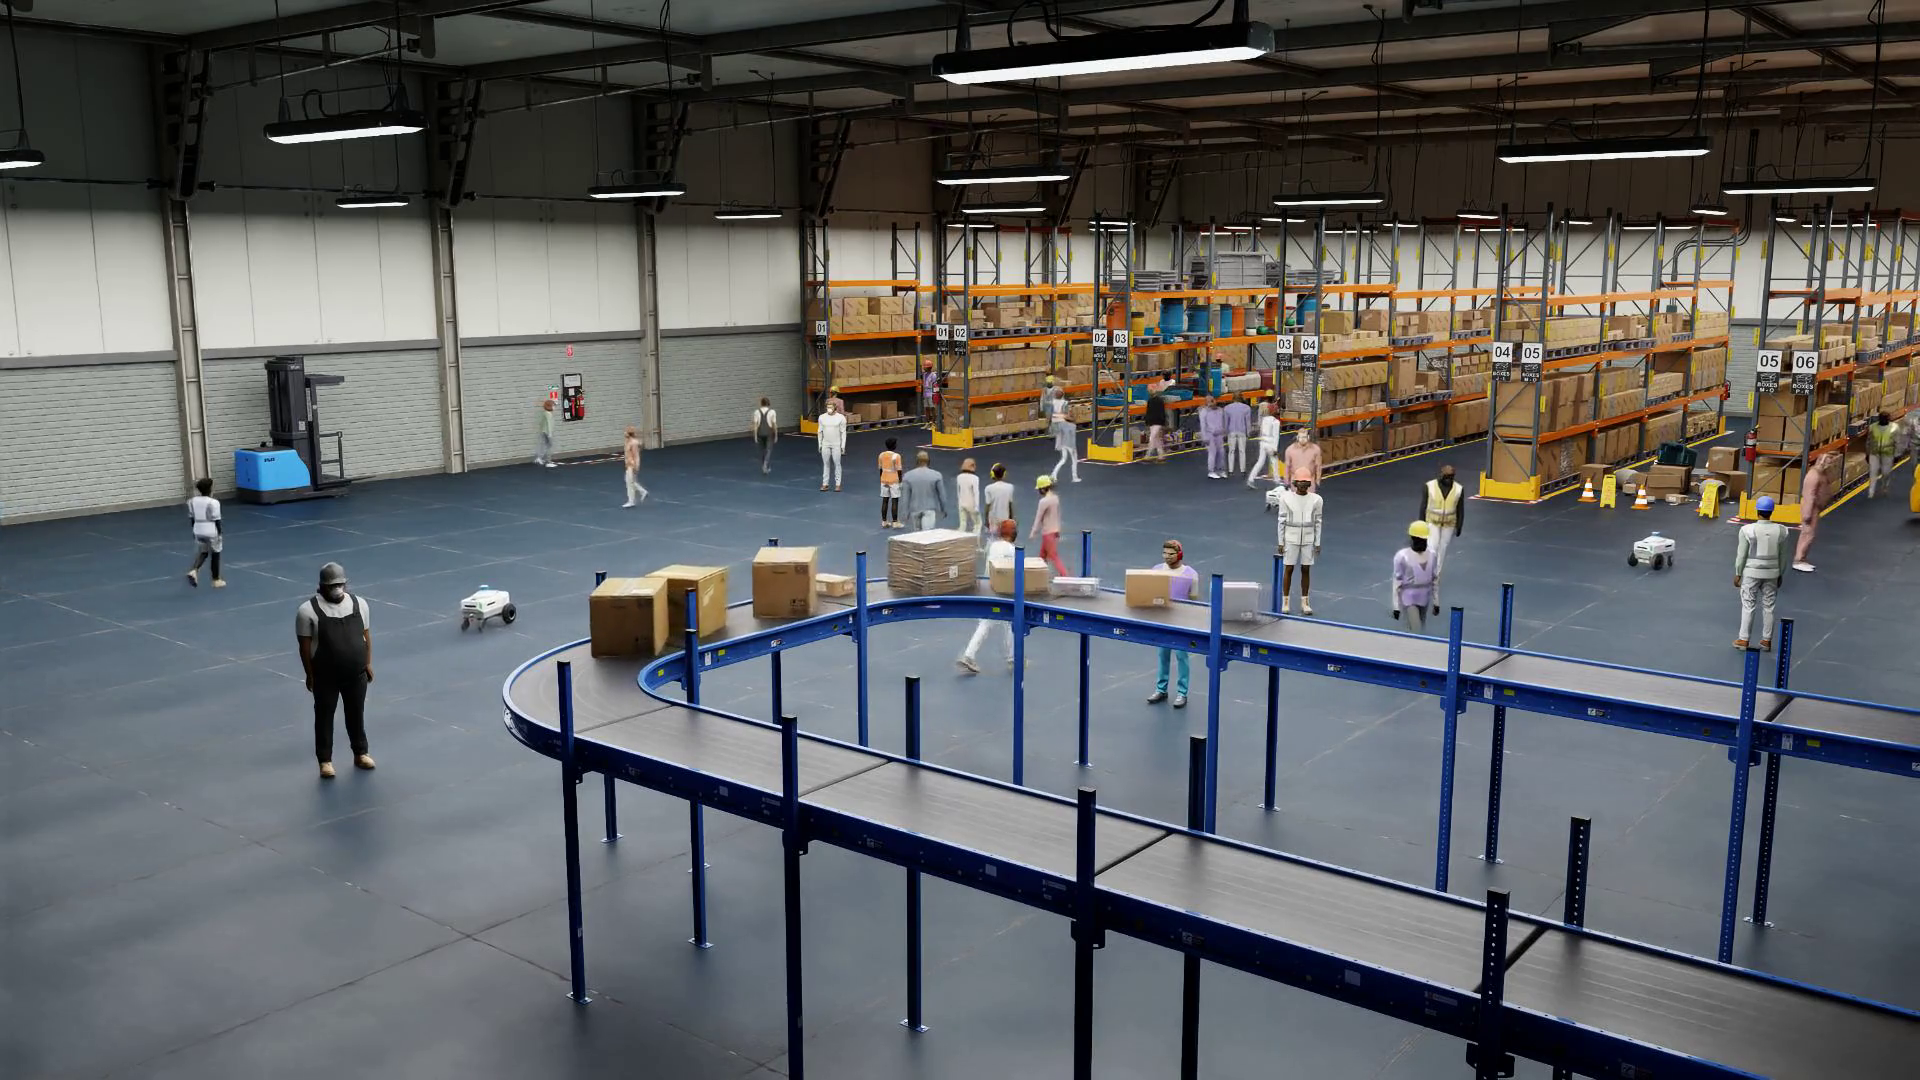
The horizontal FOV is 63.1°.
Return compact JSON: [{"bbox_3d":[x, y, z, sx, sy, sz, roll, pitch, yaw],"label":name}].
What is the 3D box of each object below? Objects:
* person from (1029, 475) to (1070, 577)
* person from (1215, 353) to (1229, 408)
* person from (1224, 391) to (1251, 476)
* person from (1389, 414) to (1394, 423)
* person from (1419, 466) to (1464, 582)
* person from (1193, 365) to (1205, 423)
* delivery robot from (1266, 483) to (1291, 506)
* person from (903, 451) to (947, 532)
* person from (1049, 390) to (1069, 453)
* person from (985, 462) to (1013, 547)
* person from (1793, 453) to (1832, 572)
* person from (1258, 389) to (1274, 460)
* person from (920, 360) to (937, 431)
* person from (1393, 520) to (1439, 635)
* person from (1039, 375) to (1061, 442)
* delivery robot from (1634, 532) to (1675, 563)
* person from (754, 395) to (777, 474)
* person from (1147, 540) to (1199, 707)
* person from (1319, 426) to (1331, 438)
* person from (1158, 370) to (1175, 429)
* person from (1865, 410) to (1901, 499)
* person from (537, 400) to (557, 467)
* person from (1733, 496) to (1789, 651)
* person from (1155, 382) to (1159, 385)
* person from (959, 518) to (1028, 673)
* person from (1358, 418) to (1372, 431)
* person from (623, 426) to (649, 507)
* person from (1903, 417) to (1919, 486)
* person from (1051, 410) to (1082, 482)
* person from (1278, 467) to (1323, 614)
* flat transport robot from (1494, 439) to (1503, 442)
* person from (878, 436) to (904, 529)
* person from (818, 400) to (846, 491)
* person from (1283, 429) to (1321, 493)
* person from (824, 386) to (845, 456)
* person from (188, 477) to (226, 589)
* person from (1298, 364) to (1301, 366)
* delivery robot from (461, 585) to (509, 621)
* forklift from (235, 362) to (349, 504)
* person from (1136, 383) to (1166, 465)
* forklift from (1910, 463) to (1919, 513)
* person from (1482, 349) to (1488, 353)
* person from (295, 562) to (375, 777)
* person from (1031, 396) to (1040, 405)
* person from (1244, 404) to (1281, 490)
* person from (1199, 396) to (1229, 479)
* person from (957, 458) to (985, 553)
[{"bbox_3d":[1.362,-0.107,23.230,0.847,1.715,0.523,5,11,25],"label":"person"},{"bbox_3d":[8.171,-4.943,49.733,0.666,1.966,0.795,6,12,32],"label":"person"},{"bbox_3d":[6.310,-2.426,35.664,0.627,1.941,0.374,2,10,10],"label":"person"},{"bbox_3d":[12.617,-4.230,45.738,0.614,1.963,0.362,-6,12,-29],"label":"person"},{"bbox_3d":[7.273,-0.210,23.576,0.638,1.801,0.878,1,10,6],"label":"person"},{"bbox_3d":[7.307,-4.439,47.327,0.610,1.814,0.494,7,12,34],"label":"person"},{"bbox_3d":[6.325,-0.880,30.709,0.477,0.478,0.707,9,14,42],"label":"delivery robot"},{"bbox_3d":[-0.553,-0.463,24.779,0.653,1.881,1.037,3,10,16],"label":"person"},{"bbox_3d":[2.539,-3.058,40.167,0.528,1.603,0.829,4,11,19],"label":"person"},{"bbox_3d":[0.610,-0.247,23.644,0.516,1.855,0.602,-6,12,-29],"label":"person"},{"bbox_3d":[13.469,-0.446,24.683,0.399,1.887,0.666,6,11,29],"label":"person"},{"bbox_3d":[7.690,-2.902,38.938,0.533,1.737,0.840,2,10,13],"label":"person"},{"bbox_3d":[-0.908,-4.171,45.217,0.392,2.034,0.605,-7,12,-35],"label":"person"},{"bbox_3d":[5.279,0.684,18.273,0.599,1.899,0.810,-5,11,-26],"label":"person"},{"bbox_3d":[2.387,-3.536,42.266,0.625,1.806,0.763,7,12,34],"label":"person"},{"bbox_3d":[11.143,0.118,25.094,0.707,0.478,0.477,-7,12,-35],"label":"delivery robot"},{"bbox_3d":[-4.459,-2.396,35.836,0.514,1.825,0.768,1,10,7],"label":"person"},{"bbox_3d":[2.358,0.900,17.203,0.565,1.845,0.387,8,13,39],"label":"person"},{"bbox_3d":[9.620,-3.419,41.294,0.553,1.928,0.394,-4,11,-22],"label":"person"},{"bbox_3d":[5.804,-3.856,43.992,0.429,1.839,0.634,-10,14,-44],"label":"person"},{"bbox_3d":[19.103,-1.788,32.418,0.634,1.821,0.724,7,12,36],"label":"person"},{"bbox_3d":[-9.826,-2.537,37.218,0.463,1.605,0.549,-4,11,-20],"label":"person"},{"bbox_3d":[10.033,0.419,19.625,0.607,1.948,0.390,1,10,4],"label":"person"},{"bbox_3d":[6.677,-5.259,51.991,0.592,1.812,0.650,9,14,42],"label":"person"},{"bbox_3d":[0.418,0.666,18.590,0.947,1.837,0.610,-9,13,-41],"label":"person"},{"bbox_3d":[11.041,-3.638,42.519,0.594,1.923,0.372,8,13,37],"label":"person"},{"bbox_3d":[-6.500,-1.471,31.149,0.449,1.621,0.526,-4,11,-21],"label":"person"},{"bbox_3d":[20.169,-1.913,32.870,0.612,1.909,0.873,8,13,39],"label":"person"},{"bbox_3d":[2.354,-2.064,34.564,0.735,1.610,0.504,-7,13,-36],"label":"person"},{"bbox_3d":[4.705,0.007,21.661,0.608,2.048,0.368,0,10,1],"label":"person"},{"bbox_3d":[15.097,-2.788,42.513,1.431,0.197,0.652,-7,12,-34],"label":"flat transport robot"},{"bbox_3d":[-1.255,-1.054,28.624,0.540,1.696,0.316,8,13,38],"label":"person"},{"bbox_3d":[-2.731,-2.012,33.333,0.627,1.940,0.372,2,10,11],"label":"person"},{"bbox_3d":[6.136,-1.054,28.067,0.678,1.882,0.656,1,10,8],"label":"person"},{"bbox_3d":[-3.152,-2.992,39.381,0.554,1.756,0.305,3,11,16],"label":"person"},{"bbox_3d":[-11.201,-0.090,23.215,0.548,1.681,0.521,3,10,15],"label":"person"},{"bbox_3d":[11.363,-5.187,51.439,0.567,1.851,0.596,7,12,33],"label":"person"},{"bbox_3d":[-6.364,0.849,20.970,0.477,0.478,0.707,3,11,17],"label":"delivery robot"},{"bbox_3d":[-13.803,-2.244,32.110,1.129,2.768,1.873,8,13,37],"label":"forklift"},{"bbox_3d":[4.573,-2.776,37.609,0.969,1.944,0.626,-5,11,-26],"label":"person"},{"bbox_3d":[19.034,-1.348,28.998,2.313,2.155,1.214,8,13,37],"label":"forklift"},{"bbox_3d":[17.831,-5.524,53.159,0.597,1.916,0.371,-2,10,-11],"label":"person"},{"bbox_3d":[-5.899,1.232,14.907,0.682,2.000,0.537,-9,14,-42],"label":"person"},{"bbox_3d":[2.418,-4.898,49.566,0.545,1.943,0.348,7,12,35],"label":"person"},{"bbox_3d":[6.577,-1.999,33.572,0.966,1.843,0.625,-6,12,-32],"label":"person"},{"bbox_3d":[5.738,-2.314,35.282,0.698,1.863,0.421,-5,11,-27],"label":"person"},{"bbox_3d":[0.197,-0.563,26.060,0.531,1.610,0.582,9,13,41],"label":"person"}]
